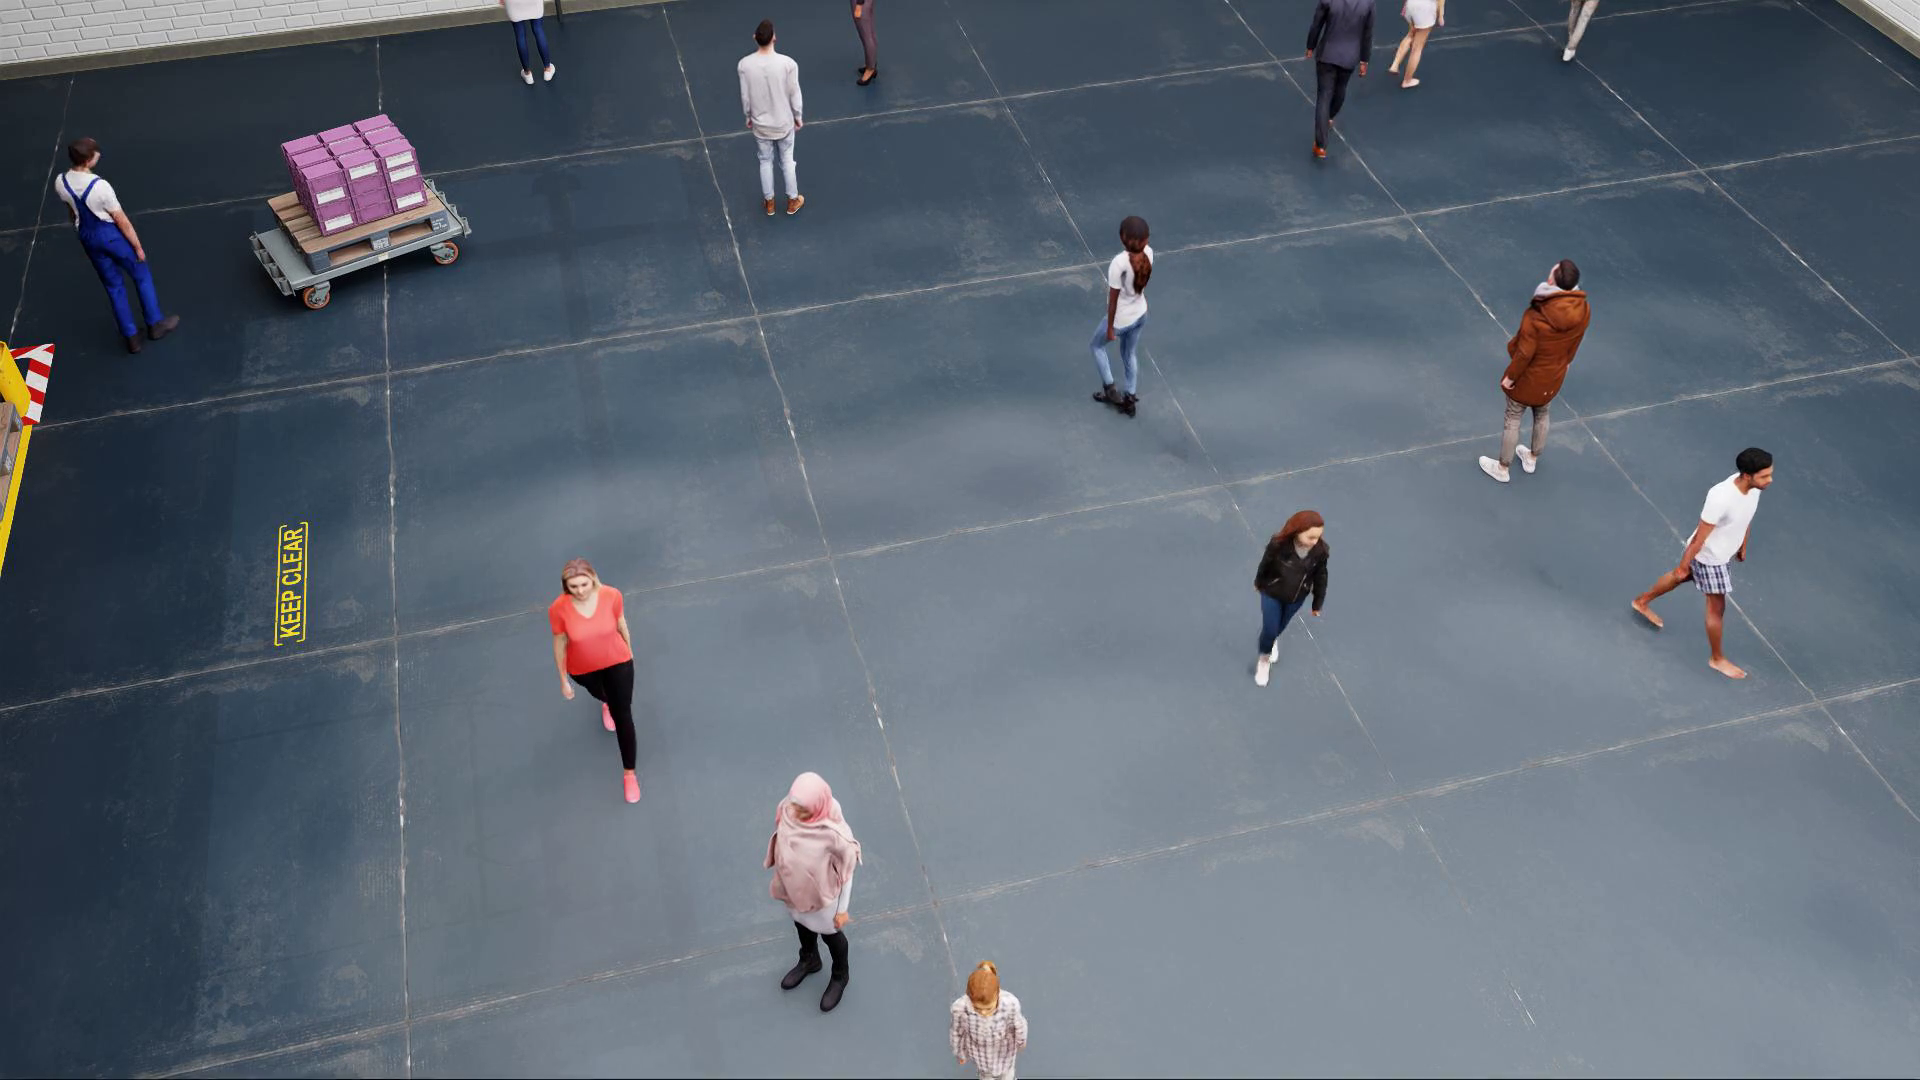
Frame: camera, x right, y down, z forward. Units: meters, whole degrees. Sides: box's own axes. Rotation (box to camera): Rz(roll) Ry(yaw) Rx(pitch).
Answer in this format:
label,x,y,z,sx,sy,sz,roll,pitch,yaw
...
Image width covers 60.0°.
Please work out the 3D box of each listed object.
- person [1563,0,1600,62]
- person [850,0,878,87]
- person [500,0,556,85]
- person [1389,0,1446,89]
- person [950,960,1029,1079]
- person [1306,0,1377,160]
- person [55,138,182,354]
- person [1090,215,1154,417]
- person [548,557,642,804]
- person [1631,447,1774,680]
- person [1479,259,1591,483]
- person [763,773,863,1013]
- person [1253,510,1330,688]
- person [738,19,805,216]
label,x,y,z,sx,sy,sz,roll,pitch,yaw
person,6.299,-5.499,16.723,0.907,1.386,0.933,25,49,24
person,-0.938,-5.277,16.284,0.717,1.670,0.583,4,44,4
person,-4.283,-5.331,16.264,0.603,1.776,0.512,-11,45,-12
person,4.443,-5.148,16.193,0.697,1.608,0.590,-23,48,-22
person,0.148,2.470,8.427,0.619,1.291,0.655,1,44,2
person,3.464,-4.373,15.252,1.011,1.785,1.311,3,44,4
person,-6.700,-2.336,13.087,0.759,1.821,0.819,-7,44,-7
person,1.289,-1.624,12.422,0.731,1.709,0.771,-31,52,-28
person,-2.195,0.694,10.037,0.598,1.641,1.132,-10,45,-11
person,4.769,0.036,10.700,0.995,1.681,1.216,-32,52,-29
person,4.127,-1.197,11.881,0.730,1.837,0.712,-15,46,-15
person,-0.764,1.828,8.729,0.733,1.805,0.800,24,49,23
person,2.061,0.267,10.625,0.676,1.448,0.782,6,44,6
person,-1.624,-3.671,14.475,0.743,1.841,0.675,1,44,1
